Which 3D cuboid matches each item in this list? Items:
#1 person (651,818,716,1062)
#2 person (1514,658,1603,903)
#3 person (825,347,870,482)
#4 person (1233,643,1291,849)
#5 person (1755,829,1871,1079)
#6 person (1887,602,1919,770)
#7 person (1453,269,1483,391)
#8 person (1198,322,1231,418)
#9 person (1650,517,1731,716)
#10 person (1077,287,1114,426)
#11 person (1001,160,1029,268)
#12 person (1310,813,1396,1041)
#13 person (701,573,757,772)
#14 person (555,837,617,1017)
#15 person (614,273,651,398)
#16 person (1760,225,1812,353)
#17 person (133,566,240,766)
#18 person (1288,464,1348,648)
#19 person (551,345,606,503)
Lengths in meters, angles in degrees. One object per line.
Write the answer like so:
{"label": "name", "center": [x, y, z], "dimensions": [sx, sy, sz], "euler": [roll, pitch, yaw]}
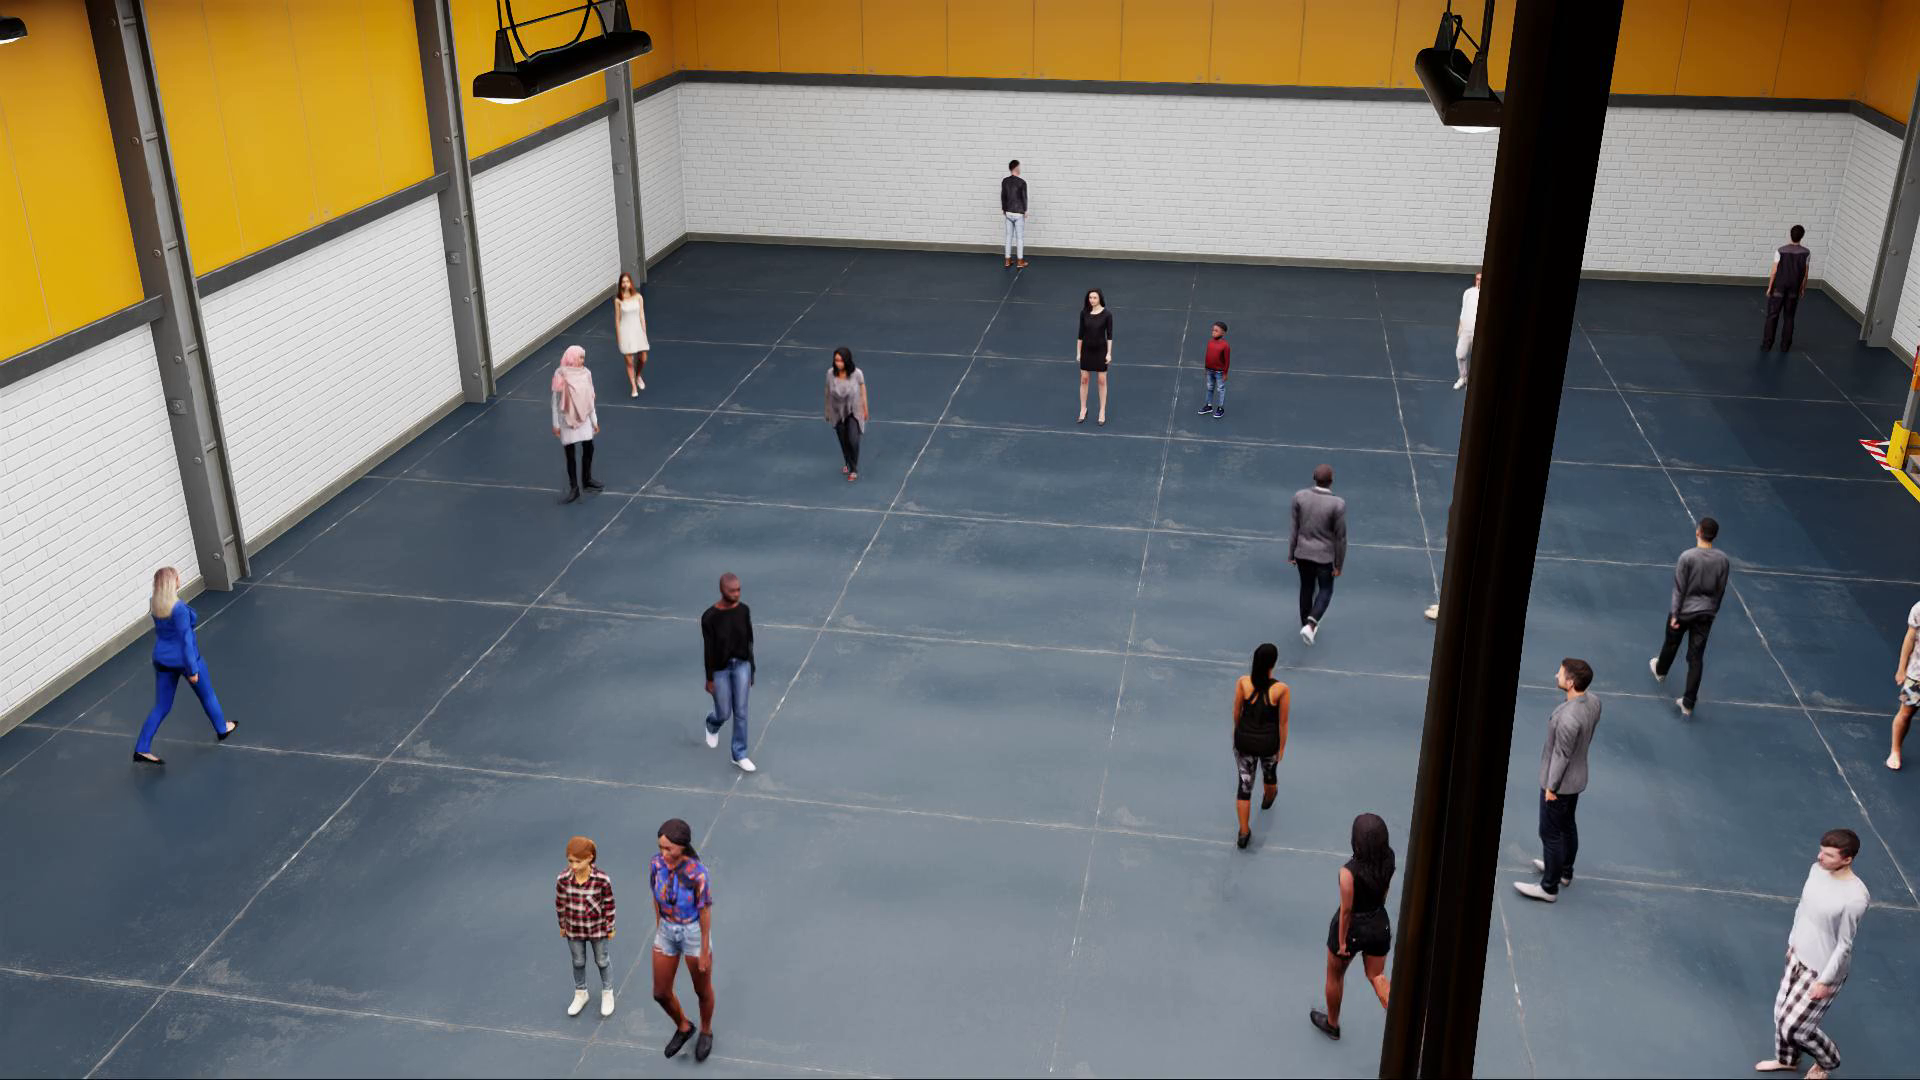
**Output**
{"label": "person", "center": [-1.674, 2.440, 10.379], "dimensions": [0.635, 1.736, 0.644], "euler": [7, 24, 15]}
{"label": "person", "center": [4.326, 1.701, 11.907], "dimensions": [0.825, 1.867, 0.703], "euler": [19, 30, 37]}
{"label": "person", "center": [-1.303, -1.544, 19.685], "dimensions": [0.695, 1.584, 0.811], "euler": [7, 25, 15]}
{"label": "person", "center": [2.219, 1.559, 12.527], "dimensions": [0.678, 1.631, 1.043], "euler": [7, 25, 17]}
{"label": "person", "center": [5.227, 2.537, 10.028], "dimensions": [0.803, 1.841, 0.745], "euler": [-1, 24, -2]}
{"label": "person", "center": [7.910, 1.034, 13.506], "dimensions": [0.709, 1.809, 0.626], "euler": [8, 25, 17]}
{"label": "person", "center": [7.012, -2.863, 22.581], "dimensions": [0.724, 1.681, 0.726], "euler": [15, 28, 30]}
{"label": "person", "center": [3.348, -2.238, 21.680], "dimensions": [0.585, 1.256, 0.622], "euler": [21, 31, 40]}
{"label": "person", "center": [6.376, 0.693, 14.411], "dimensions": [0.704, 1.708, 1.160], "euler": [2, 24, 4]}
{"label": "person", "center": [1.724, -2.356, 21.268], "dimensions": [0.640, 1.803, 0.553], "euler": [9, 25, 19]}
{"label": "person", "center": [0.945, -5.638, 28.736], "dimensions": [0.721, 1.835, 0.676], "euler": [13, 27, 27]}
{"label": "person", "center": [2.545, 2.485, 10.296], "dimensions": [0.976, 1.721, 1.083], "euler": [-13, 27, -27]}
{"label": "person", "center": [-1.924, 1.047, 13.571], "dimensions": [0.899, 1.733, 0.959], "euler": [-16, 28, -32]}
{"label": "person", "center": [-2.418, 2.490, 10.804], "dimensions": [0.554, 1.305, 0.535], "euler": [1, 24, 1]}
{"label": "person", "center": [-4.426, -2.783, 22.370], "dimensions": [0.722, 1.703, 0.791], "euler": [-7, 25, -15]}
{"label": "person", "center": [12.023, -3.662, 24.200], "dimensions": [0.677, 1.848, 0.596], "euler": [6, 24, 14]}
{"label": "person", "center": [-6.492, 1.071, 13.604], "dimensions": [0.904, 1.662, 1.239], "euler": [14, 27, 28]}
{"label": "person", "center": [3.283, 0.175, 15.476], "dimensions": [0.884, 1.804, 0.973], "euler": [13, 27, 28]}
{"label": "person", "center": [-4.432, -1.324, 18.928], "dimensions": [0.796, 1.787, 0.875], "euler": [-10, 25, -21]}
